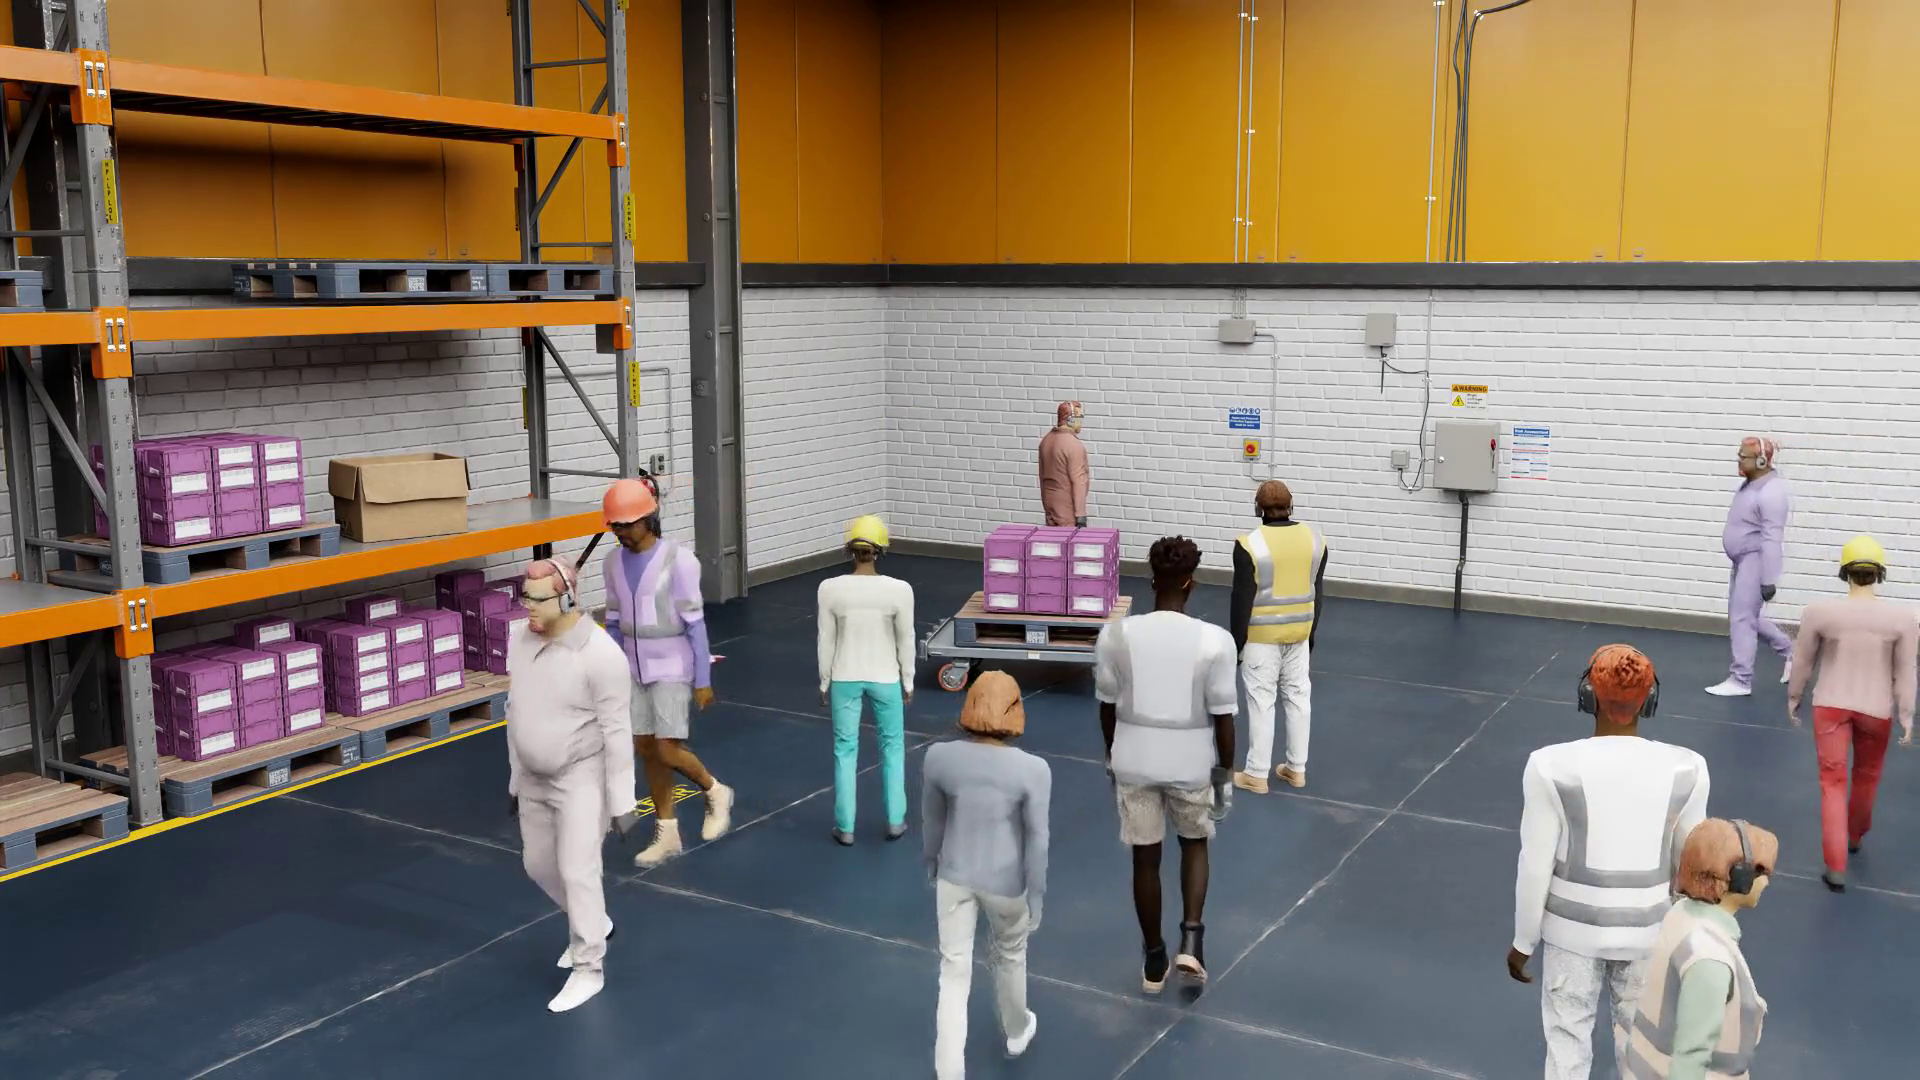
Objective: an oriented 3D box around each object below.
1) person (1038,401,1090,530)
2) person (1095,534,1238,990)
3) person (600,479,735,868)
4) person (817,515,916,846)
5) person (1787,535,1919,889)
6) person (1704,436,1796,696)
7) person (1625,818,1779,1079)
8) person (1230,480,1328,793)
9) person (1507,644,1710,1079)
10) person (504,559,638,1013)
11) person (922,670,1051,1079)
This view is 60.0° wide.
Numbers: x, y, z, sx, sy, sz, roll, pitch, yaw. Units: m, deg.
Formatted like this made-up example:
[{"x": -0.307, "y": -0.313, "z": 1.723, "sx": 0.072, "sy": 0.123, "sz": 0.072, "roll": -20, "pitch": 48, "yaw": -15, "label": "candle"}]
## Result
[{"x": 0.962, "y": -0.288, "z": 14.849, "sx": 0.400, "sy": 1.903, "sz": 0.644, "roll": -4, "pitch": 10, "yaw": -26, "label": "person"}, {"x": 0.869, "y": 0.942, "z": 7.053, "sx": 0.603, "sy": 1.944, "sz": 0.443, "roll": 2, "pitch": 9, "yaw": 11, "label": "person"}, {"x": -1.538, "y": 0.675, "z": 8.512, "sx": 0.659, "sy": 2.008, "sz": 0.615, "roll": 6, "pitch": 11, "yaw": 32, "label": "person"}, {"x": -0.495, "y": 0.750, "z": 8.858, "sx": 0.521, "sy": 1.749, "sz": 0.419, "roll": 0, "pitch": 9, "yaw": 2, "label": "person"}, {"x": 4.489, "y": 0.829, "z": 8.404, "sx": 0.555, "sy": 1.718, "sz": 0.884, "roll": 4, "pitch": 10, "yaw": 24, "label": "person"}, {"x": 5.750, "y": 0.195, "z": 11.880, "sx": 0.636, "sy": 1.885, "sz": 0.647, "roll": 2, "pitch": 9, "yaw": 14, "label": "person"}, {"x": 2.021, "y": 1.530, "z": 4.440, "sx": 0.866, "sy": 1.586, "sz": 0.535, "roll": 3, "pitch": 9, "yaw": 16, "label": "person"}, {"x": 1.830, "y": 0.563, "z": 9.744, "sx": 0.620, "sy": 1.840, "sz": 0.430, "roll": -4, "pitch": 10, "yaw": -23, "label": "person"}, {"x": 2.040, "y": 1.256, "z": 5.271, "sx": 0.587, "sy": 1.882, "sz": 0.341, "roll": 0, "pitch": 9, "yaw": 2, "label": "person"}, {"x": -1.594, "y": 0.990, "z": 6.995, "sx": 0.654, "sy": 1.879, "sz": 0.603, "roll": 6, "pitch": 11, "yaw": 34, "label": "person"}, {"x": 0.090, "y": 1.262, "z": 6.147, "sx": 0.511, "sy": 1.589, "sz": 0.854, "roll": 2, "pitch": 9, "yaw": 14, "label": "person"}]
